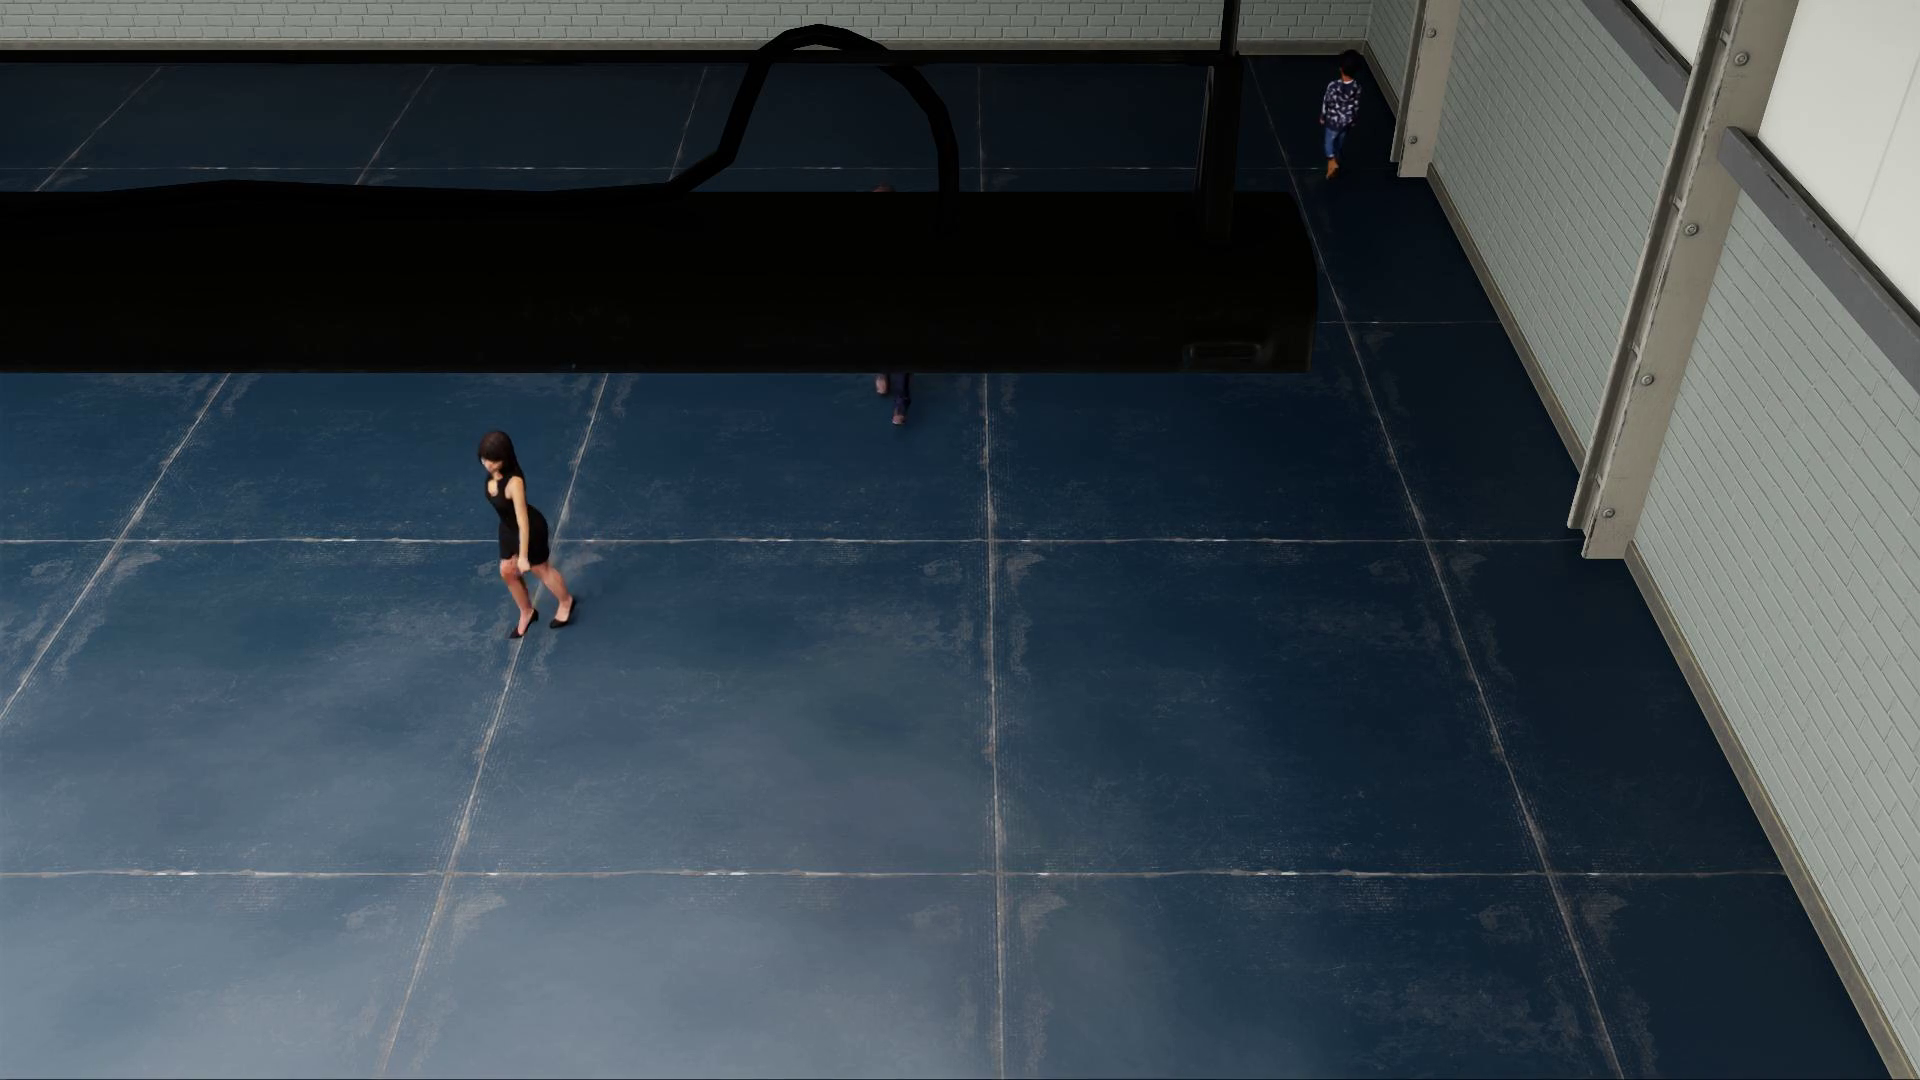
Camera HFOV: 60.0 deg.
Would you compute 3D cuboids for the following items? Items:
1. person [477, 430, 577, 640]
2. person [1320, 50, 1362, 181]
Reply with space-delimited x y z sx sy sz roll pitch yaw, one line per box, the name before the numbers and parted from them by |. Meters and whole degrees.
person | -2.622 -0.067 10.201 0.838 1.612 0.776 -25 44 -29
person | 3.575 -3.974 15.648 0.513 1.240 0.707 -2 37 -2
